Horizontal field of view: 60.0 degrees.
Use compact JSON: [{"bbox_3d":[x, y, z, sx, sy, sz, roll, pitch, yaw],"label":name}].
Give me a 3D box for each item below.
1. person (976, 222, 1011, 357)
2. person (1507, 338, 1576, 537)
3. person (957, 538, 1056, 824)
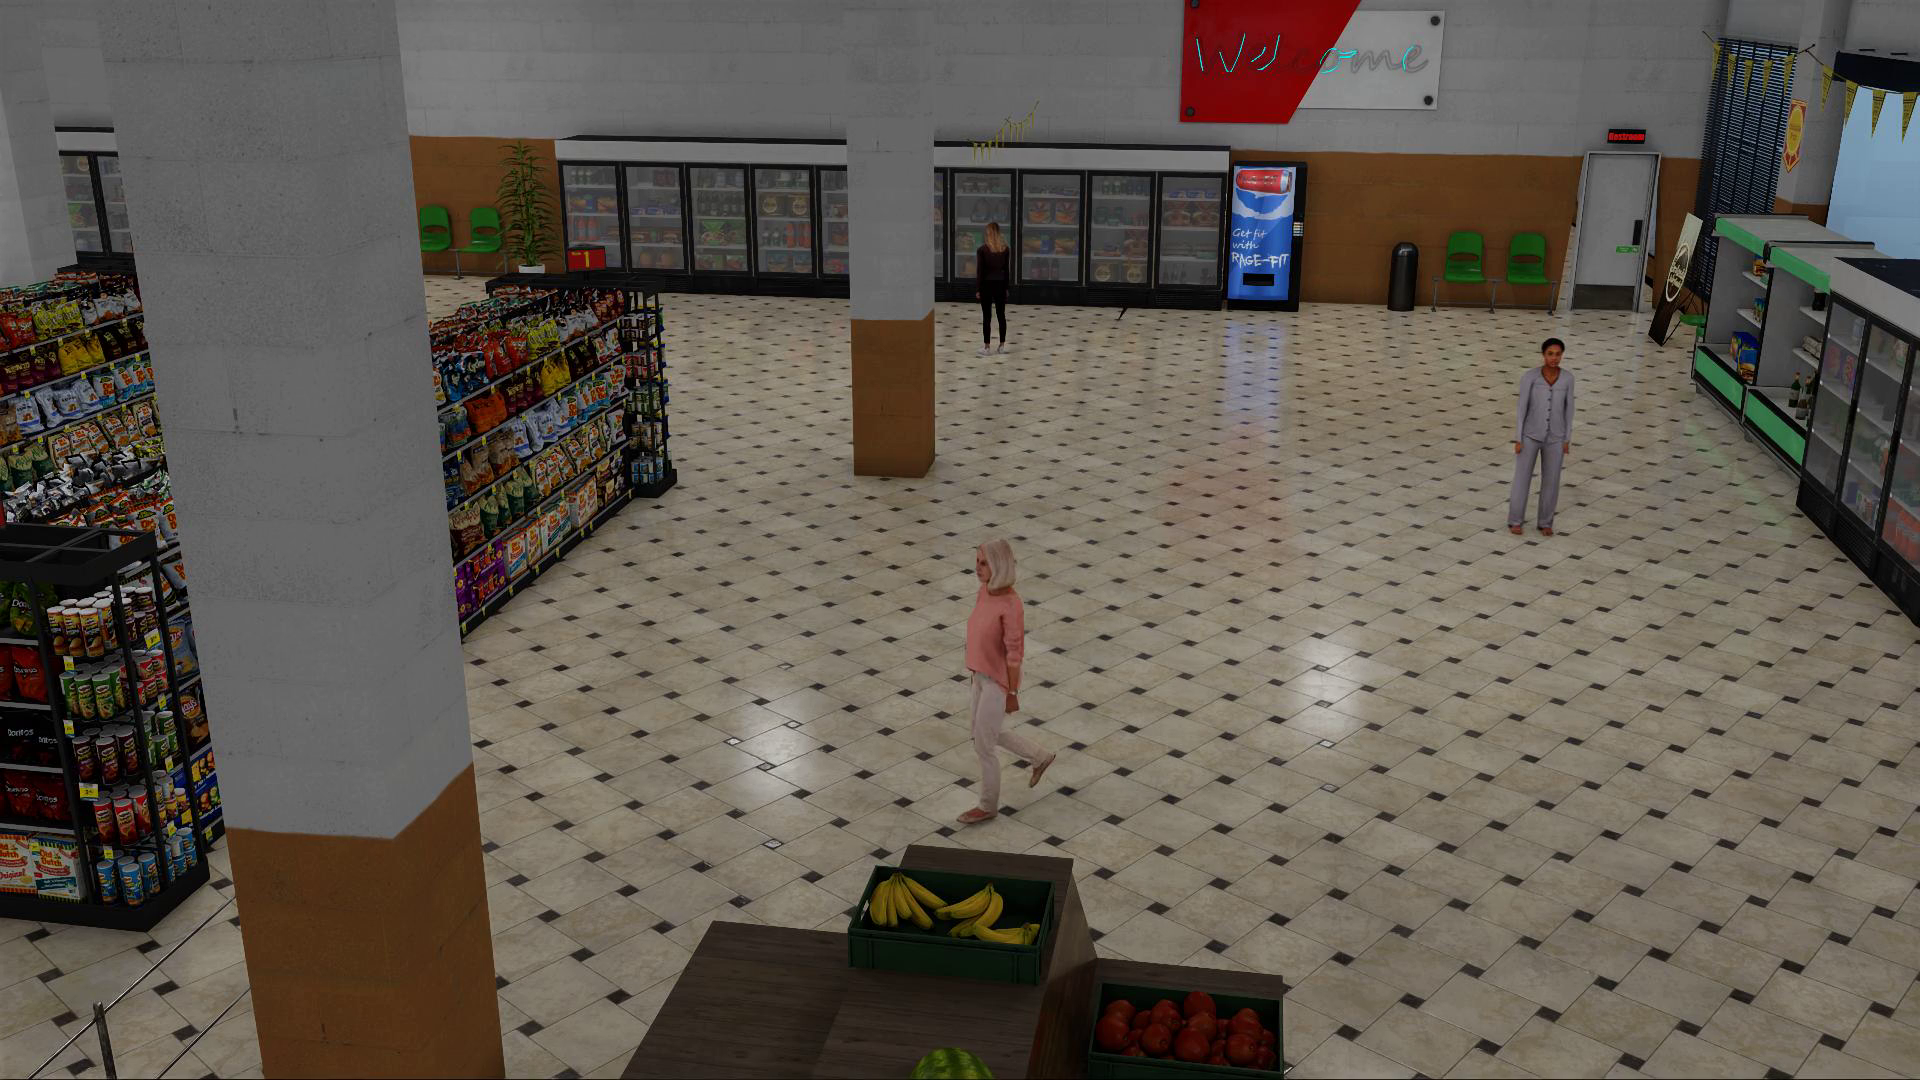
[{"bbox_3d":[0.429,-3.241,21.440,0.675,1.704,0.671,-6,20,-19],"label":"person"},{"bbox_3d":[5.067,-0.911,14.485,0.620,1.733,0.525,3,19,9],"label":"person"},{"bbox_3d":[0.274,0.790,9.484,0.932,1.706,0.938,-8,20,-22],"label":"person"}]
